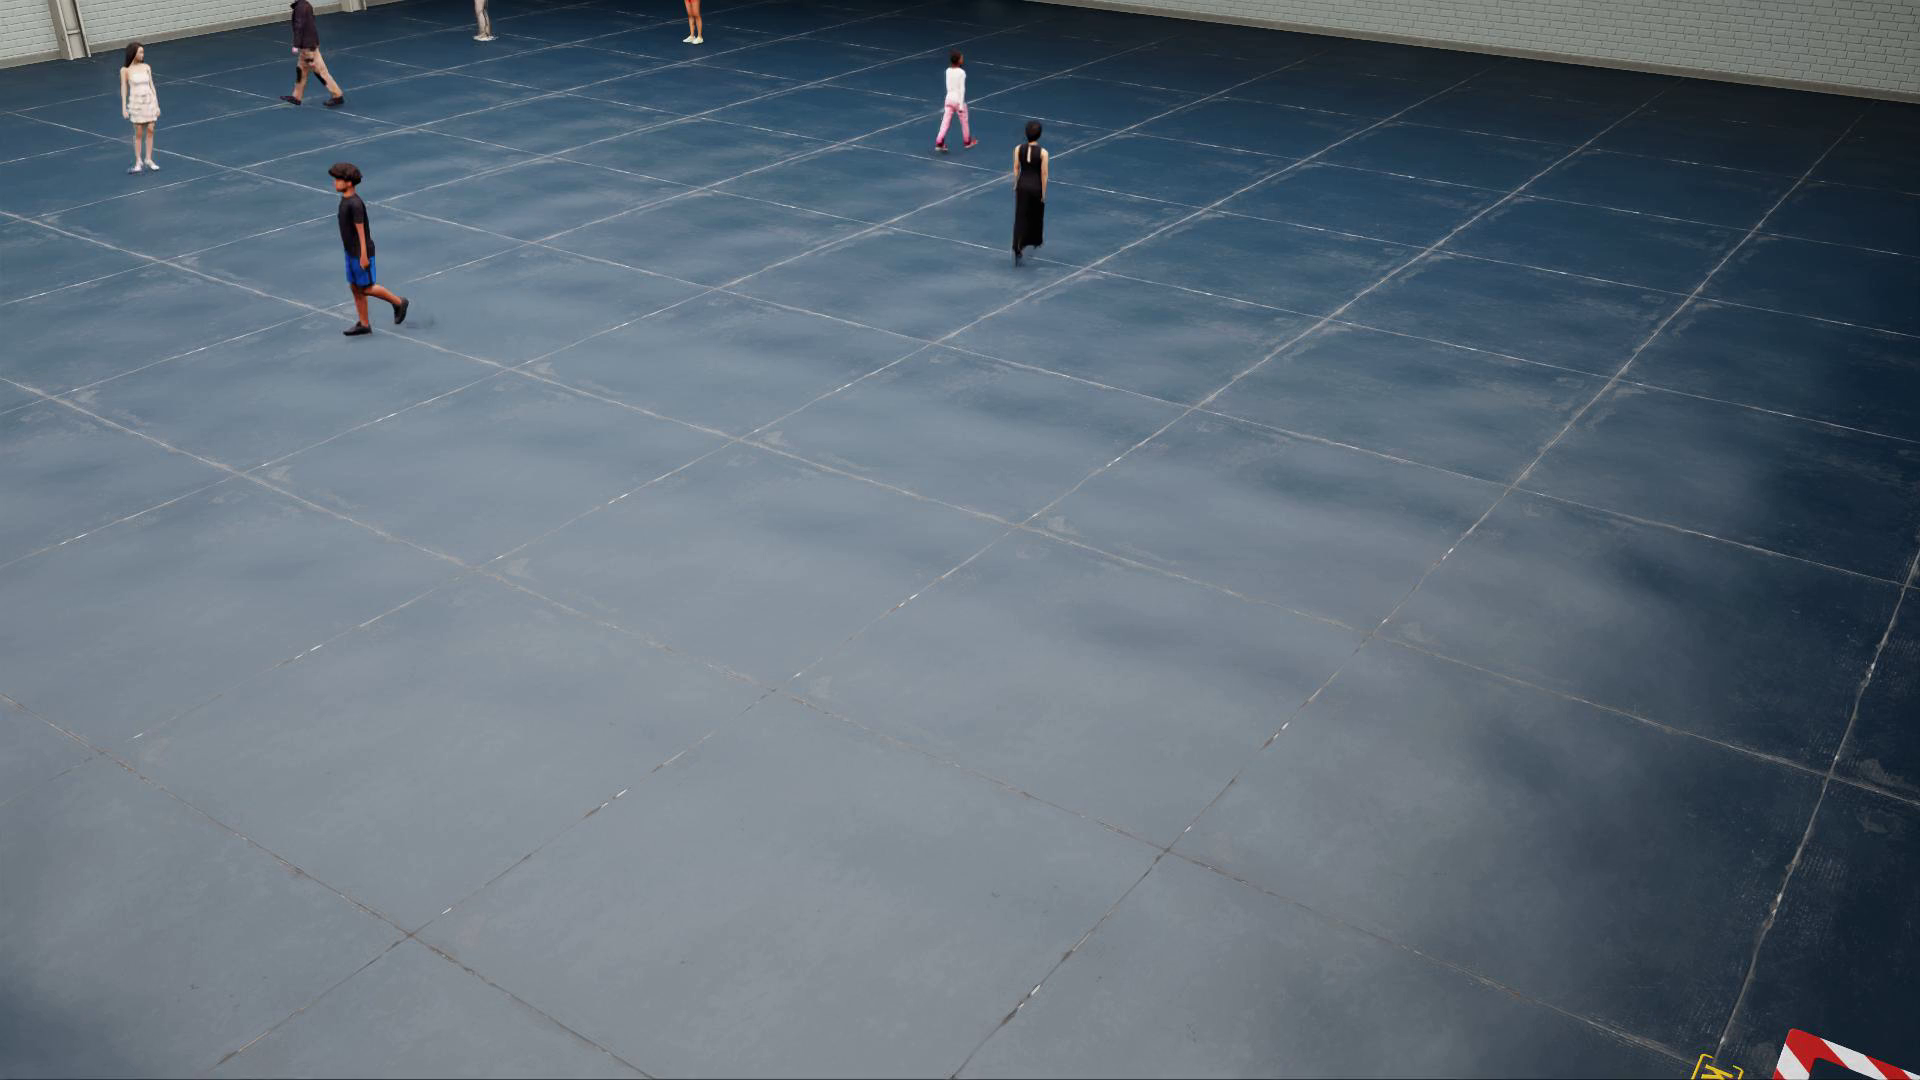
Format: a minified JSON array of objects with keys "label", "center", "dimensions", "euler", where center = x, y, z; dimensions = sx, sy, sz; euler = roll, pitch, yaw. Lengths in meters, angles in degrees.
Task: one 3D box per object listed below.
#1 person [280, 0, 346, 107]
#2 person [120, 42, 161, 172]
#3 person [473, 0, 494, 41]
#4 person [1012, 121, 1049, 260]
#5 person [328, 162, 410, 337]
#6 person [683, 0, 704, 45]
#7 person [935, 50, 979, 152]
[{"label":"person","center":[-10.124,-7.719,26.078],"dimensions":[1.290,1.876,1.214],"euler":[-5,28,-10]},{"label":"person","center":[-11.216,-5.891,22.700],"dimensions":[0.489,1.717,0.743],"euler":[-20,33,-33]},{"label":"person","center":[-8.972,-10.282,31.305],"dimensions":[0.794,1.646,0.760],"euler":[-12,30,-22]},{"label":"person","center":[0.769,-3.998,19.186],"dimensions":[0.801,1.568,1.086],"euler":[8,28,15]},{"label":"person","center":[-6.039,-2.957,16.923],"dimensions":[1.013,1.788,0.781],"euler":[-20,33,-33]},{"label":"person","center":[-4.982,-10.179,30.947],"dimensions":[0.591,1.791,0.589],"euler":[22,35,36]},{"label":"person","center":[-0.119,-6.225,23.680],"dimensions":[0.606,1.413,1.018],"euler":[22,34,35]}]
